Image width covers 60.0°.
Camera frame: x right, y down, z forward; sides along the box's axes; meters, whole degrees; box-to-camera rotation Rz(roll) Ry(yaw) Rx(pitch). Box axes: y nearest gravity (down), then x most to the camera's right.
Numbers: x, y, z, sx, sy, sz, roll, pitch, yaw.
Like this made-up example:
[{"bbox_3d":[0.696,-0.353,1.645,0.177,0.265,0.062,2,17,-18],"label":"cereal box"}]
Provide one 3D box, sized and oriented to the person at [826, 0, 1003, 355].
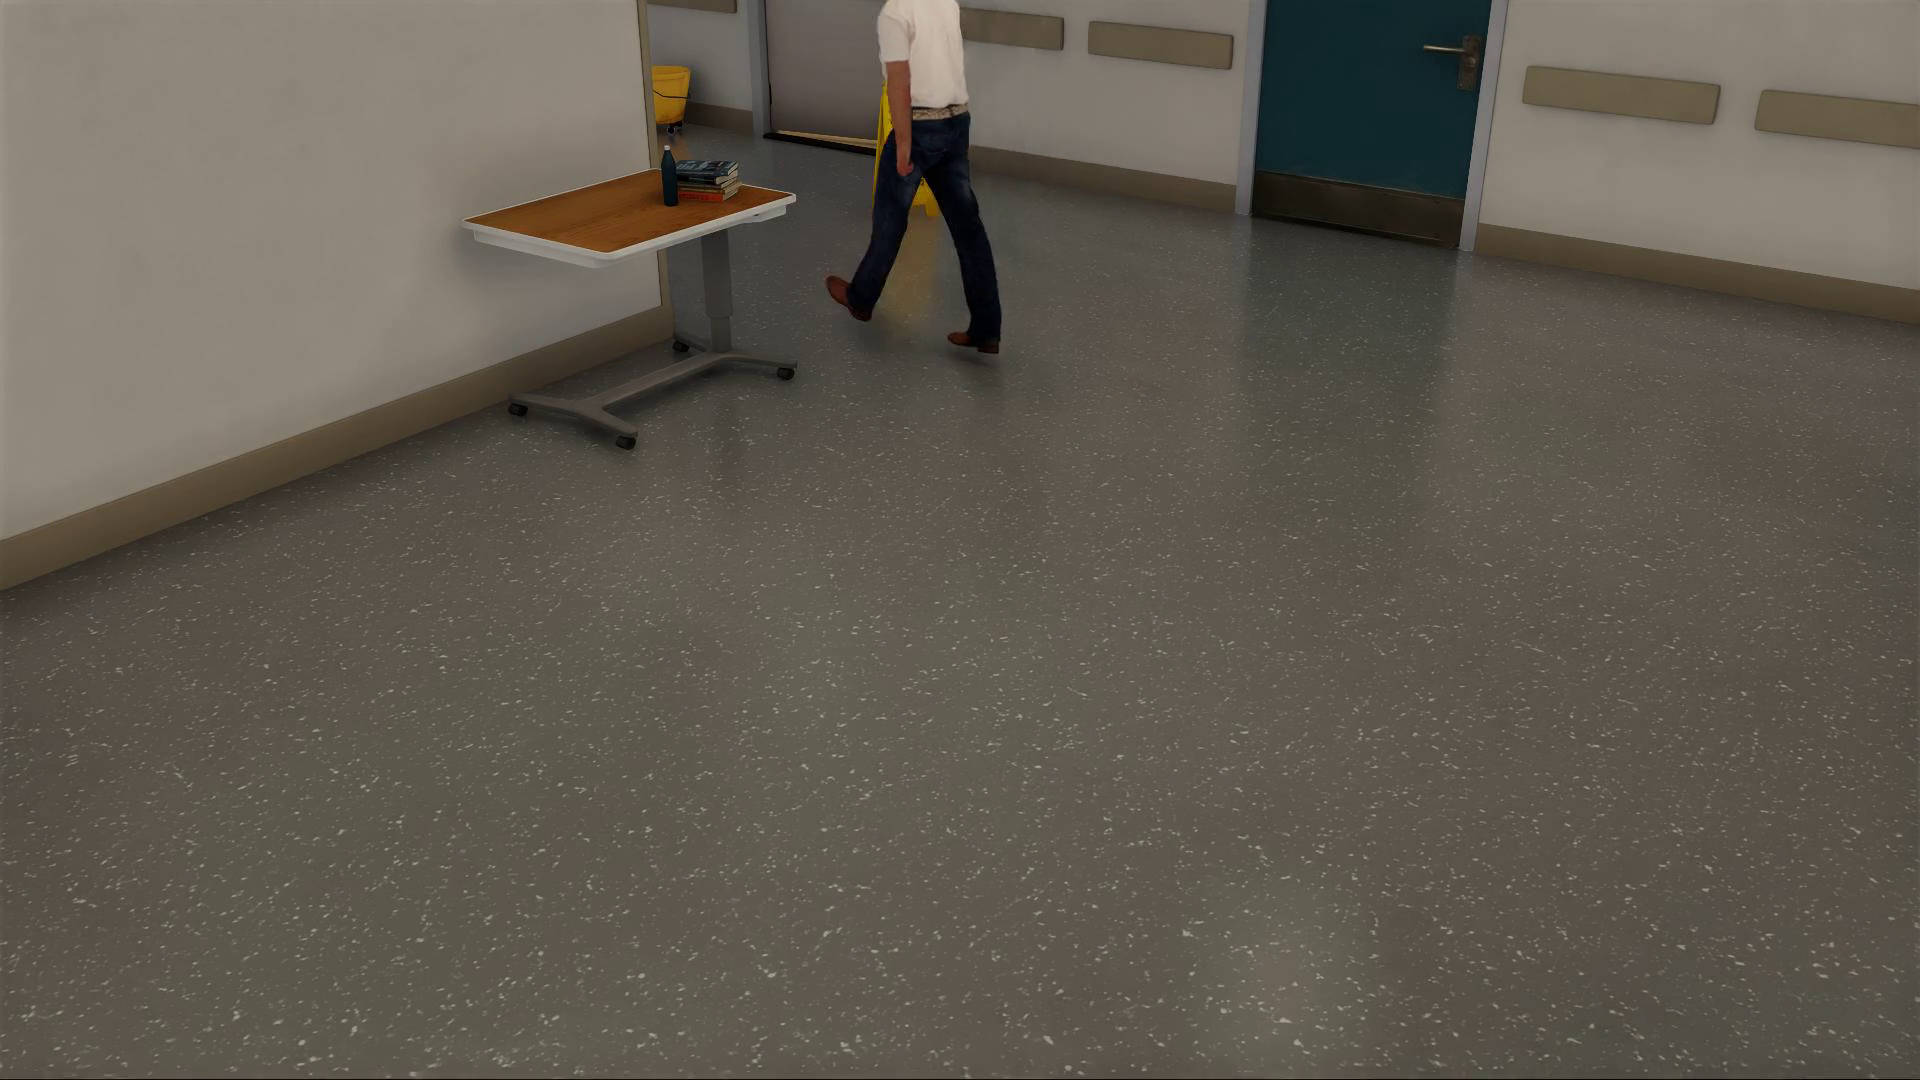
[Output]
[{"bbox_3d":[-0.054,-1.657,7.090,1.275,1.796,0.787,22,33,38],"label":"person"}]
